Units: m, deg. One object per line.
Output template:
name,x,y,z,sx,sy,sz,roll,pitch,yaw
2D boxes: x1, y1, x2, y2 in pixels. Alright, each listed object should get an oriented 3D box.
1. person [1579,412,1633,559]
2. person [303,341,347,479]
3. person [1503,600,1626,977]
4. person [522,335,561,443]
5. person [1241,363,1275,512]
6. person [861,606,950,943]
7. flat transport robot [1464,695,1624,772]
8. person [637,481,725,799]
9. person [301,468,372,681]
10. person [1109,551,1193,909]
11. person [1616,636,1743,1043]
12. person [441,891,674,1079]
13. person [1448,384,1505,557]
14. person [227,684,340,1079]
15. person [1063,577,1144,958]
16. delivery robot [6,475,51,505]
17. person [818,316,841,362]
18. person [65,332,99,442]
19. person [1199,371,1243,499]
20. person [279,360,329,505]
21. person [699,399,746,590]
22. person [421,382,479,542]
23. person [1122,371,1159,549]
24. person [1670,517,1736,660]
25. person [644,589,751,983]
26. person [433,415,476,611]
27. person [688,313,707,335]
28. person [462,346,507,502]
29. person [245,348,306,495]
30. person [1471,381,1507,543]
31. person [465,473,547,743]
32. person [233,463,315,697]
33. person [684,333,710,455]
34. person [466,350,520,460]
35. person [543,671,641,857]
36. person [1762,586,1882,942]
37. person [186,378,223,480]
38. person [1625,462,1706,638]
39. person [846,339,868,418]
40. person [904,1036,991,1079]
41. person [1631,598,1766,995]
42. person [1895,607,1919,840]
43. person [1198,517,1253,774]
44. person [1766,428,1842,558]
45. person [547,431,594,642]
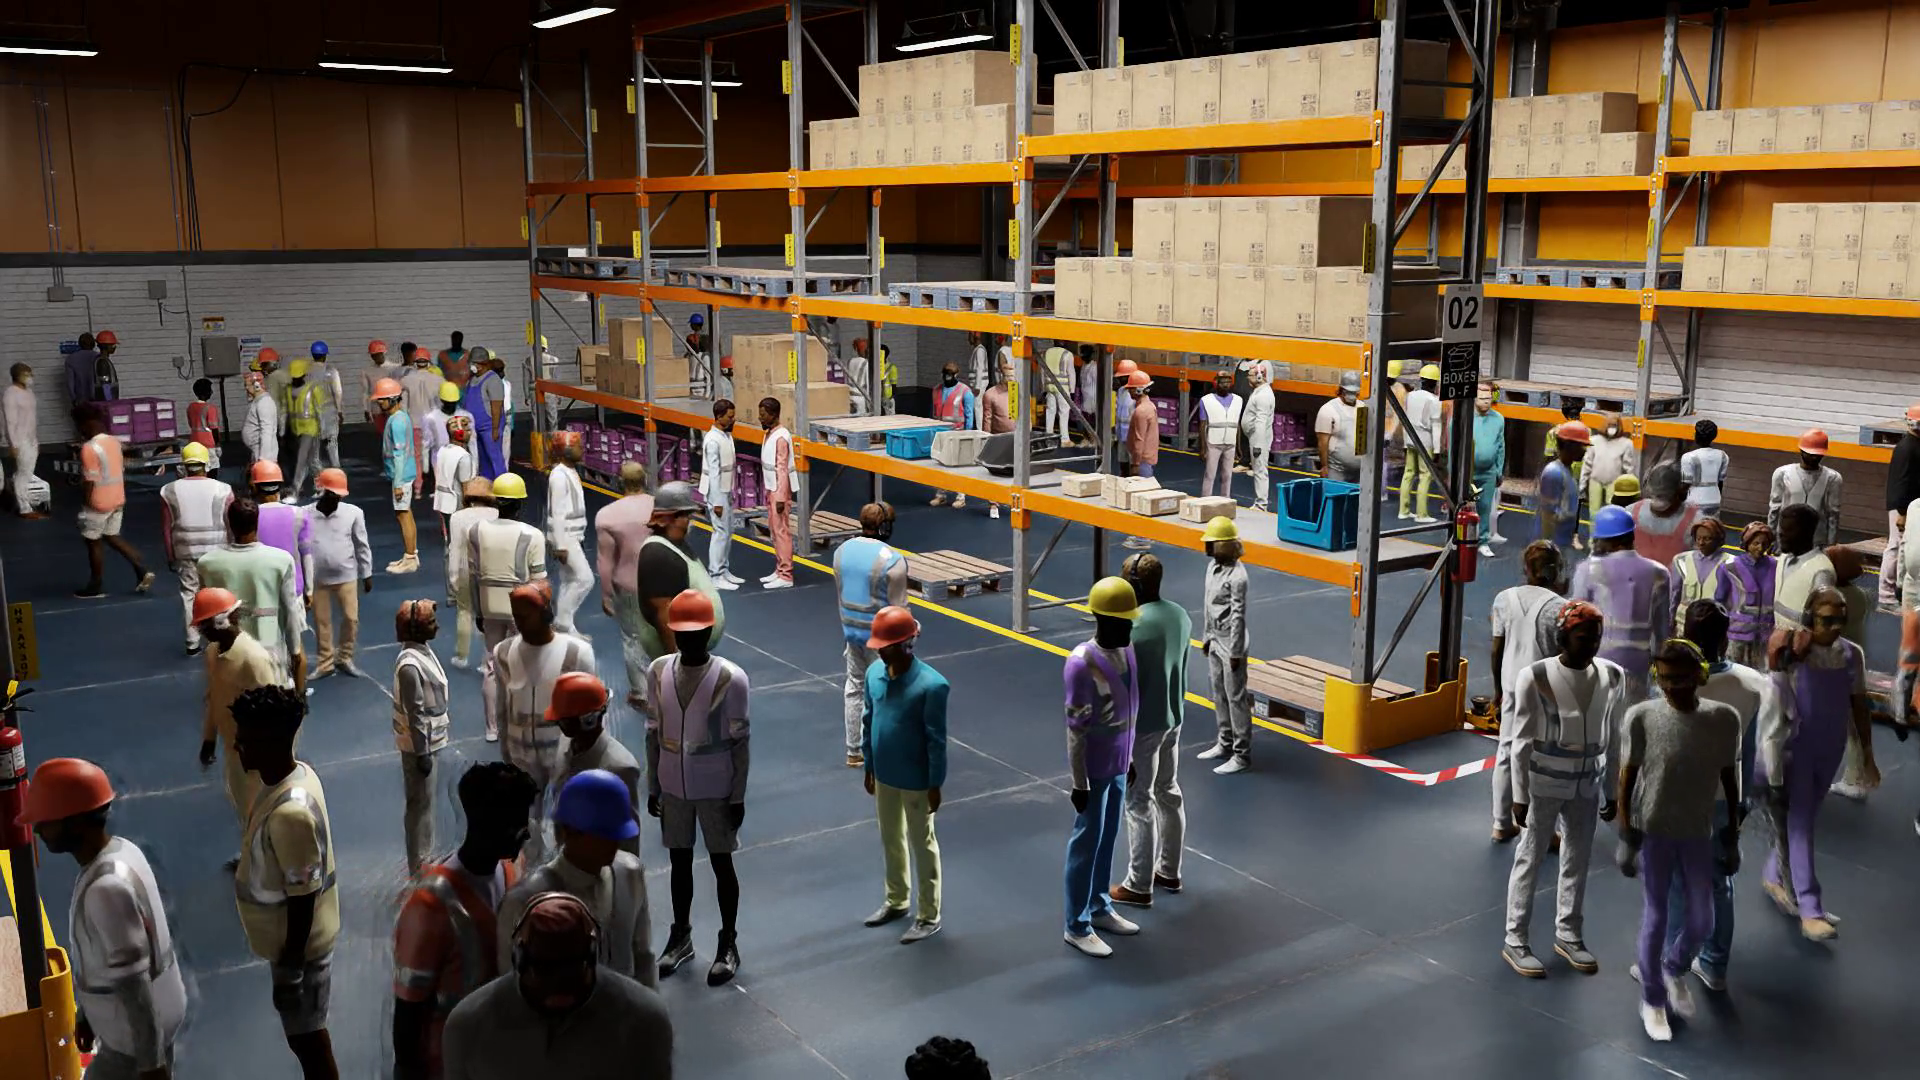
person,6.934,-0.578,17.896,0.519,1.621,0.361,5,12,26
person,-8.972,-1.821,23.409,0.614,1.945,0.403,1,11,5
person,2.949,1.207,8.115,0.573,1.877,0.344,-2,11,-12
person,-6.549,-2.291,26.109,0.589,1.834,0.403,-3,11,-13
person,3.659,-1.225,20.491,0.399,1.900,0.644,2,11,8
person,-0.309,1.186,8.554,0.575,1.740,0.349,10,15,41
flat transport robot,4.329,1.313,11.673,0.652,0.197,1.431,-7,13,-32
person,-1.775,0.624,10.658,0.537,2.000,0.691,0,11,0
person,-5.041,0.285,13.205,0.707,1.731,0.378,-4,12,-17
person,1.007,1.013,8.963,0.377,1.931,0.629,9,14,39
person,3.249,1.342,7.485,0.553,1.839,0.403,2,11,12
person,-1.101,1.876,4.615,0.649,1.902,0.403,-2,11,-8
person,5.602,-0.741,18.030,0.642,1.898,0.397,-2,11,-10
person,-2.563,1.502,6.355,0.367,1.966,0.607,-5,12,-24
person,0.741,1.123,8.399,0.381,1.924,0.594,7,13,31
delivery robot,-11.636,-0.651,20.757,0.477,0.478,0.707,-10,15,-42
person,-2.539,-3.638,32.697,0.384,1.957,0.612,8,13,34
person,-13.193,-2.176,25.252,0.629,1.940,0.376,-2,11,-8
person,3.147,-1.131,20.140,0.570,1.844,0.377,-4,12,-20
person,-8.527,-1.414,21.563,0.629,1.865,0.989,5,12,24
person,-2.381,-0.451,16.519,0.404,1.906,0.598,1,11,4
person,-5.689,-0.838,18.591,0.597,1.865,1.028,-6,13,-29
person,2.013,-0.897,18.592,0.408,1.987,0.614,3,11,14
person,5.194,0.640,11.630,0.525,1.632,0.311,9,14,39
person,-1.277,1.183,8.051,0.546,1.942,0.348,3,12,17
person,-4.724,-0.250,15.629,0.392,1.846,0.564,-9,14,-40
person,-4.696,-3.108,29.993,0.389,1.949,0.604,-1,11,-3
person,-6.186,-1.509,21.574,0.536,2.000,0.684,-10,15,-41
person,-9.126,-1.551,22.008,0.917,1.954,0.625,-9,14,-40
person,5.958,-0.875,18.862,0.692,1.833,0.513,-4,12,-20
person,-3.160,0.483,11.693,0.583,1.922,0.393,2,11,9
person,-5.330,0.319,12.767,0.777,1.830,0.510,-5,12,-23
person,-4.103,-2.267,25.853,0.573,1.885,0.357,8,14,37
person,-7.110,-1.980,24.850,0.595,1.693,0.929,10,15,41
person,-1.634,1.419,7.341,0.339,1.745,0.561,-11,15,-44
person,4.455,1.133,8.634,0.511,1.806,0.841,-1,11,-6
person,-9.401,-1.167,20.734,0.530,1.689,0.322,7,13,34
person,4.994,0.375,11.933,0.697,2.000,1.074,9,14,38
person,-1.494,-2.066,24.880,0.387,1.873,0.583,-10,15,-43
person,-0.034,2.054,4.215,0.315,1.699,0.541,-11,15,-44
person,3.503,1.226,7.892,0.597,1.916,0.371,-3,11,-15
person,5.613,0.958,9.398,0.587,1.878,0.996,3,11,13
person,1.755,0.696,11.100,0.367,1.735,0.486,-2,11,-12
person,7.175,-0.003,14.170,0.549,1.925,0.389,4,12,21
person,-3.344,-0.009,14.331,0.422,1.867,0.605,-1,11,-4
